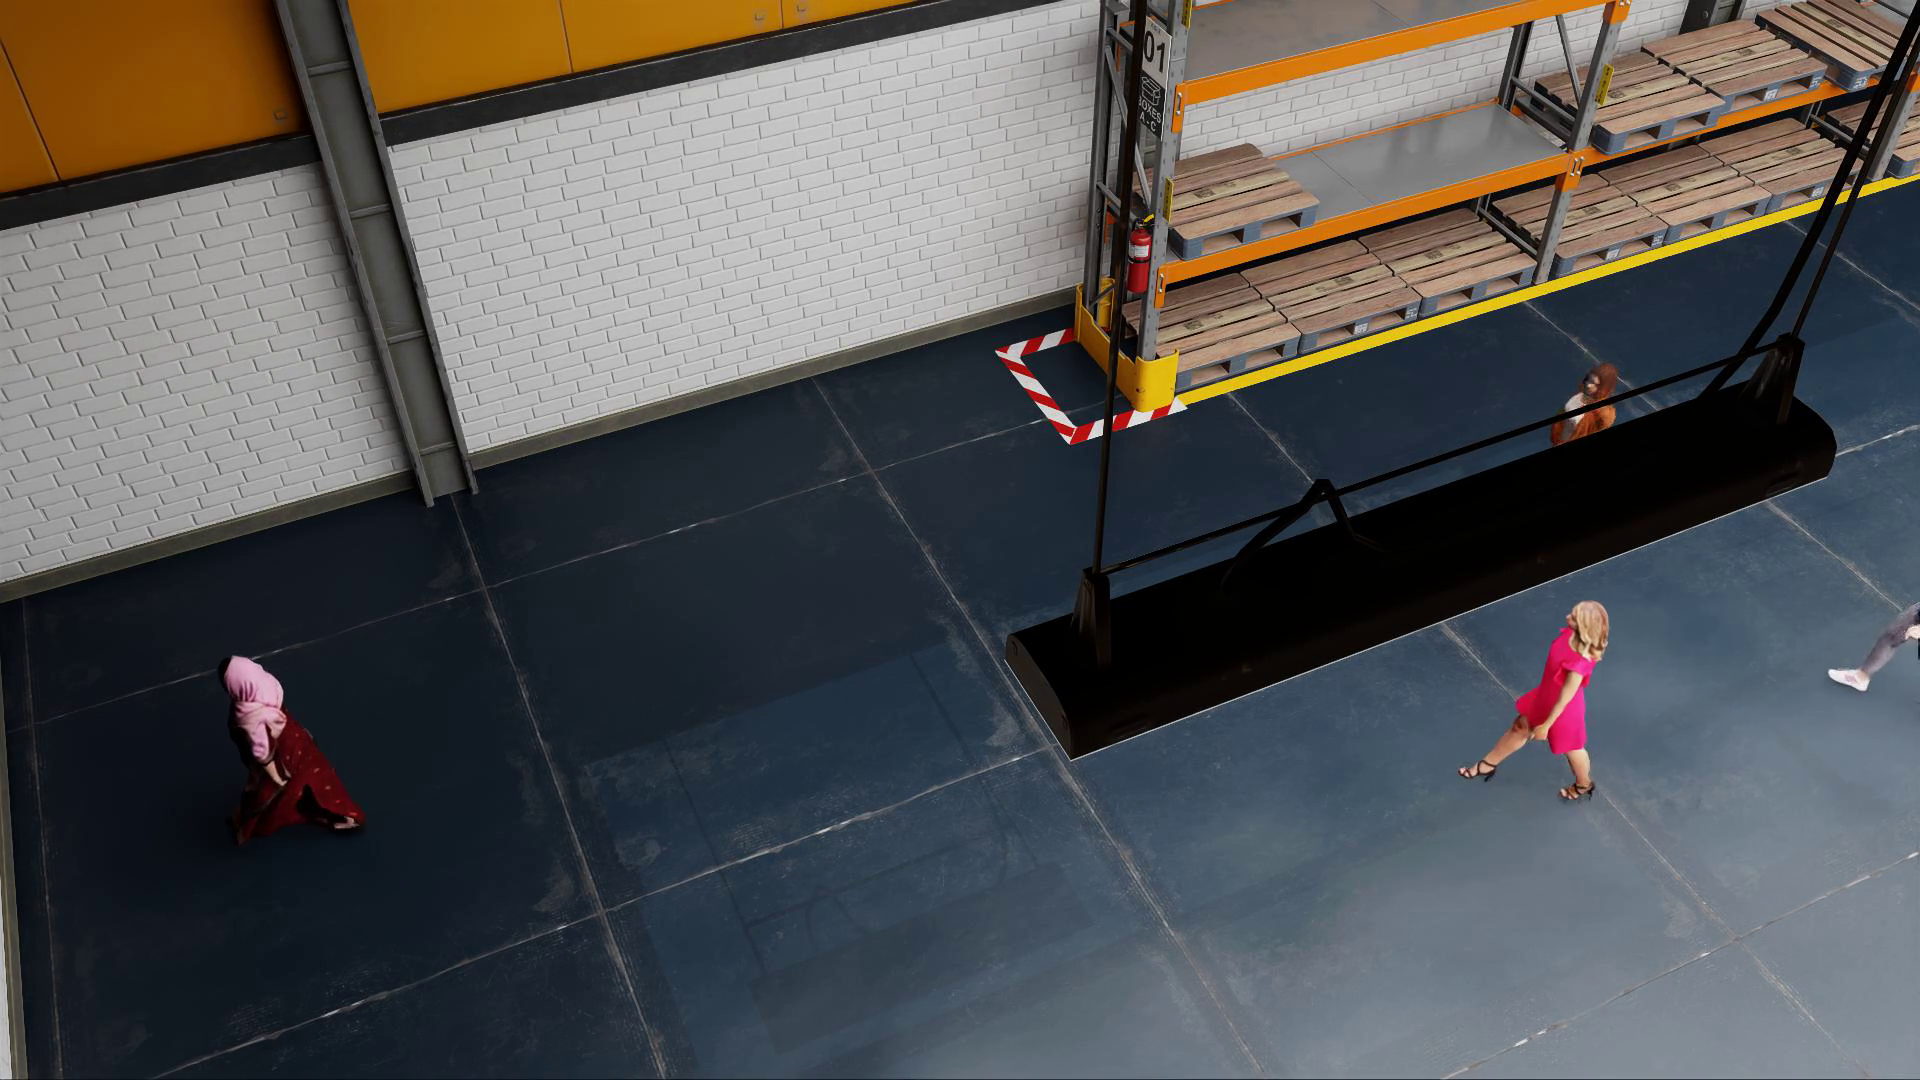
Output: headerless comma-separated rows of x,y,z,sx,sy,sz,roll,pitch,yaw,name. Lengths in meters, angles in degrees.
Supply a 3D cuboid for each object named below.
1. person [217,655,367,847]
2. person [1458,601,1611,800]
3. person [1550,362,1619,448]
-3.929,1.246,9.782,1.168,1.587,0.983,4,44,4,person
3.677,1.019,9.955,1.119,1.676,0.976,8,44,8,person
4.301,-0.605,11.636,0.691,1.709,0.780,1,44,1,person
